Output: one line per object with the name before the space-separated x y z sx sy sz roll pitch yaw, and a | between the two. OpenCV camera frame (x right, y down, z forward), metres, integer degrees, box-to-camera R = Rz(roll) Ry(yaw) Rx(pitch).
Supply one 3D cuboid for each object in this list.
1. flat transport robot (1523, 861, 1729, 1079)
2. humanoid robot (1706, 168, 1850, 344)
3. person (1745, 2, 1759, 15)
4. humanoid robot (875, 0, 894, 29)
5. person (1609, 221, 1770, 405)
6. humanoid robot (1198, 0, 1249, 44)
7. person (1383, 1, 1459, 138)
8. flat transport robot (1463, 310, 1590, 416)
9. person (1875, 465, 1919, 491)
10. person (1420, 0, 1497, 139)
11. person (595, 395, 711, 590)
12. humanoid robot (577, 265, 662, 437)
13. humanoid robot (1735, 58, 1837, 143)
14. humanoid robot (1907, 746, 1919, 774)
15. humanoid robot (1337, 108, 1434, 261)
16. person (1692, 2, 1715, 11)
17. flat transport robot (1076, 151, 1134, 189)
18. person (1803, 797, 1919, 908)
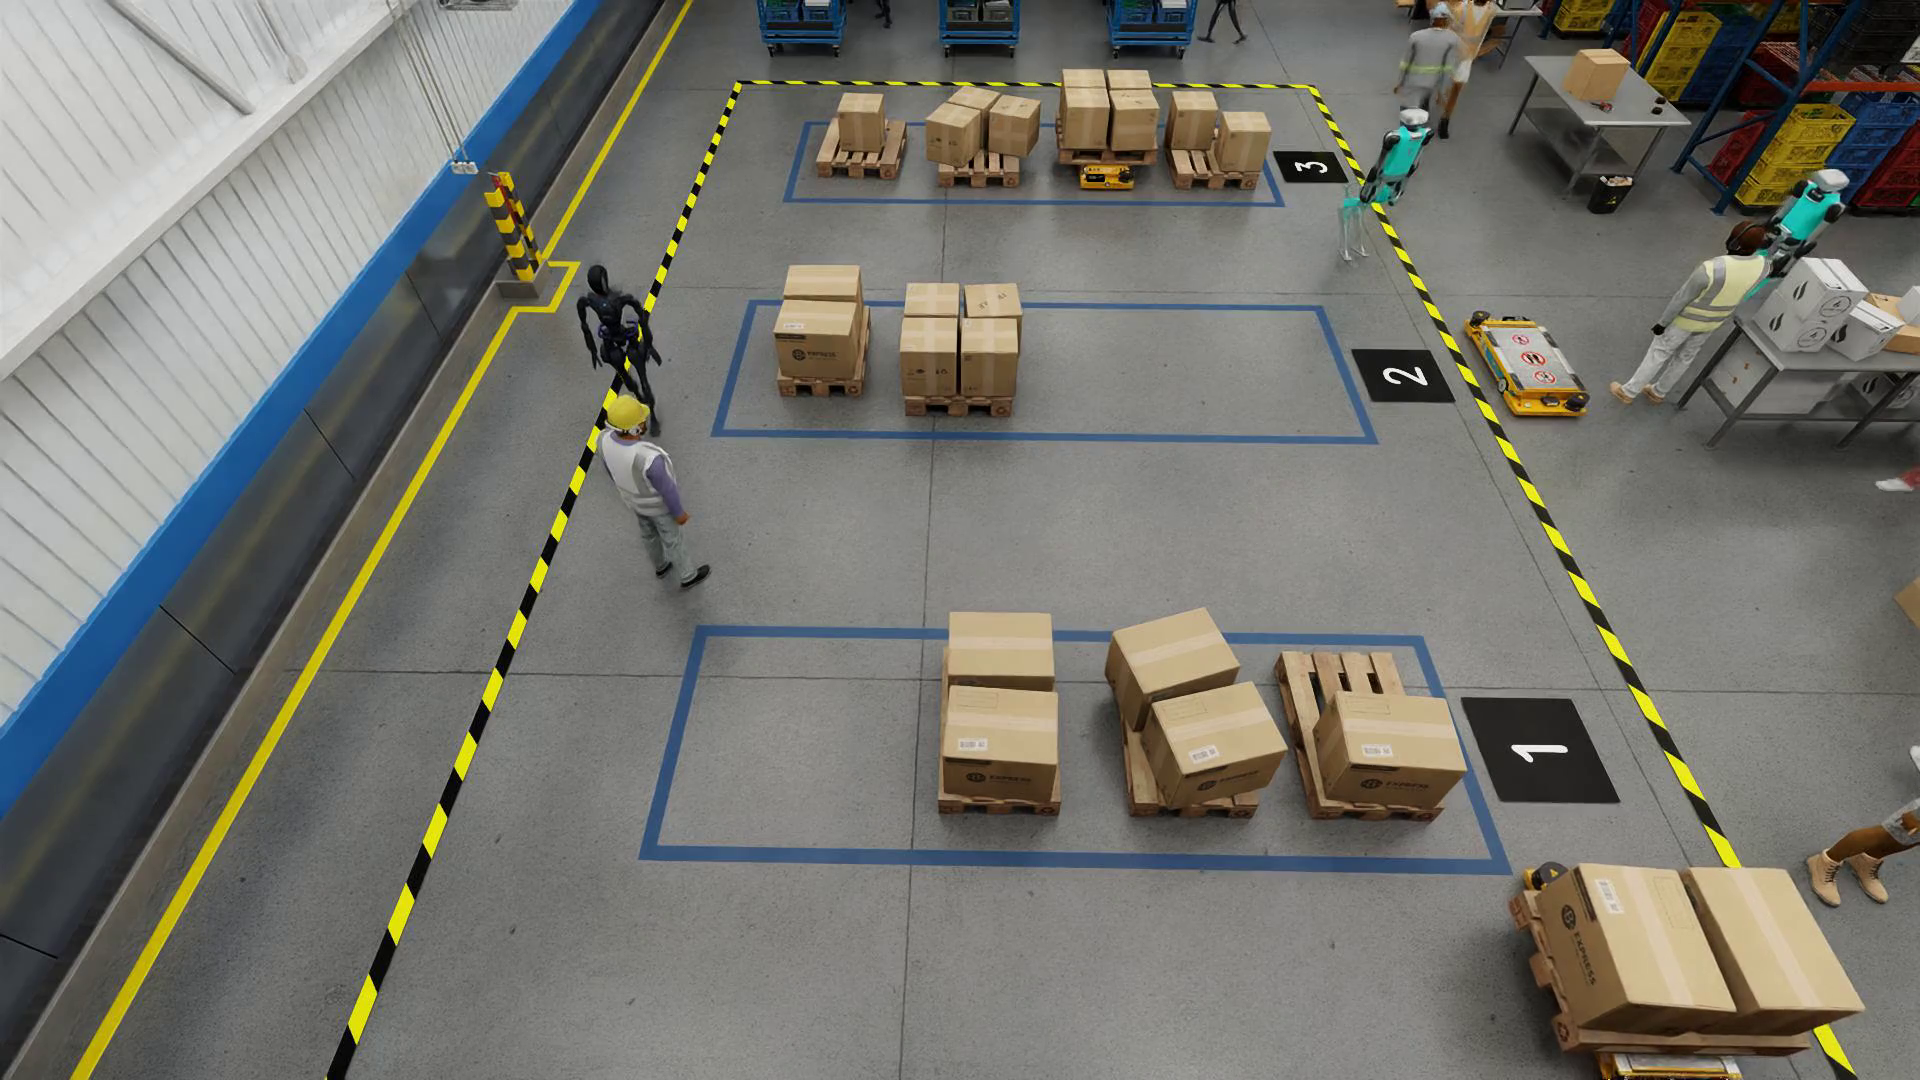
flat transport robot | 3.873 2.590 5.273 0.652 0.197 1.431 1 49 1
humanoid robot | 7.701 -2.675 8.943 0.725 1.896 0.545 -6 49 -5
person | 13.027 -9.493 14.804 0.588 1.696 0.722 -31 56 -24
humanoid robot | -1.234 -8.952 14.353 0.411 1.646 0.592 -30 56 -24
person | 6.558 -1.984 8.218 0.622 1.837 0.429 -3 49 -3
humanoid robot | 4.143 -8.399 13.902 0.748 1.644 0.602 21 52 17
person | 5.748 -5.675 11.432 0.588 1.809 0.882 2 49 2
flat transport robot | 5.573 -1.757 9.054 0.659 0.231 1.431 1 49 1
person | 8.614 -1.112 7.439 0.960 1.874 0.609 3 49 3
person | 6.520 -6.393 11.994 0.558 1.894 0.978 3 49 2
person | -2.273 -0.330 6.784 0.599 1.829 0.404 24 53 19
humanoid robot | -2.975 -1.666 8.057 0.604 1.630 0.713 -7 49 -6
humanoid robot | 10.740 -5.745 11.618 0.814 1.631 0.600 7 49 6
humanoid robot | 6.619 1.317 5.413 0.541 1.735 0.982 -2 49 -2
humanoid robot | 4.431 -3.846 9.802 0.533 1.677 0.735 -13 50 -11
person | 10.781 -7.777 13.238 0.939 1.827 0.522 4 49 3
flat transport robot | 1.845 -4.982 11.827 0.652 0.197 1.431 1 49 1
person | 5.601 1.494 5.065 0.606 2.048 0.366 -2 49 -2
